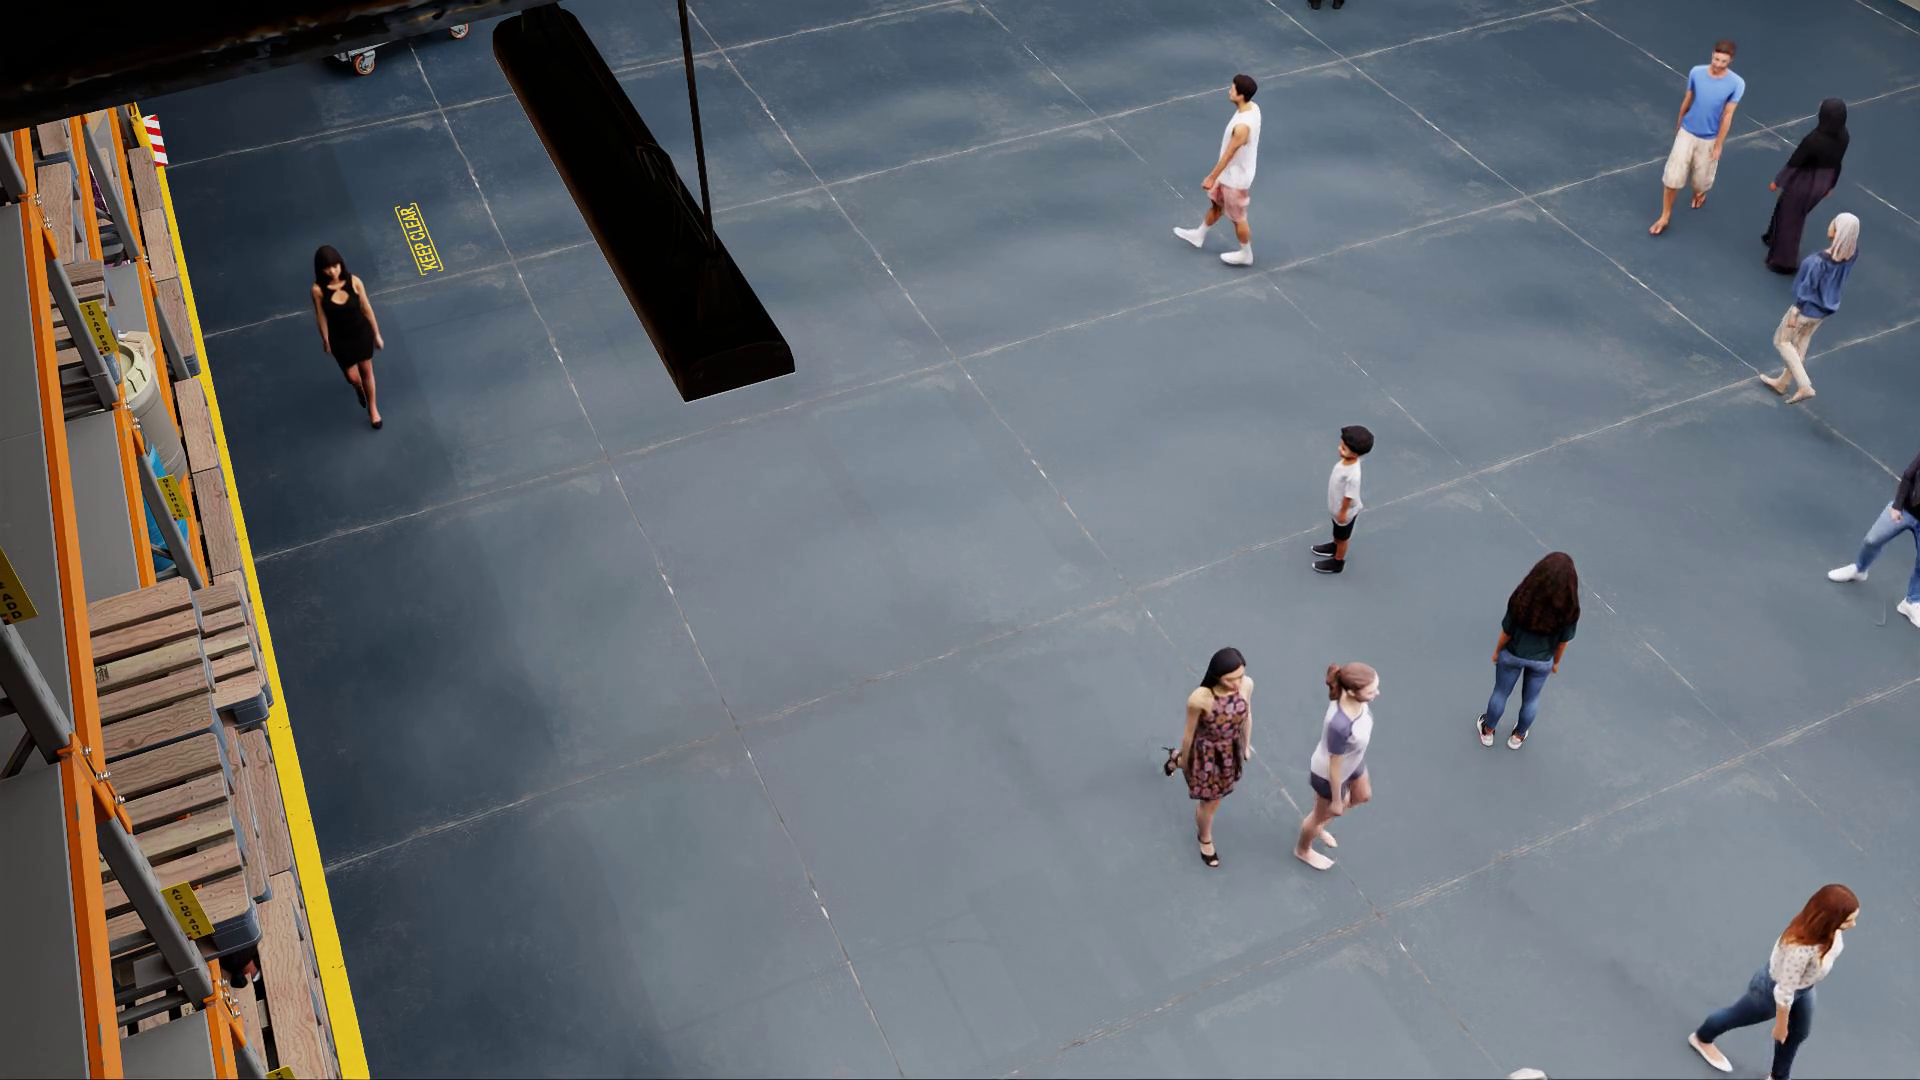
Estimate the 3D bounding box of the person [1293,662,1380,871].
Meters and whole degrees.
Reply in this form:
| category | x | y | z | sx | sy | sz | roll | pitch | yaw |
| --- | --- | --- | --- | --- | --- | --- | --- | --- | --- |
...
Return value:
| category | x | y | z | sx | sy | sz | roll | pitch | yaw |
| --- | --- | --- | --- | --- | --- | --- | --- | --- | --- |
| person | 2.115 | 1.293 | 9.691 | 0.788 | 1.753 | 0.732 | 17 | 46 | 17 |

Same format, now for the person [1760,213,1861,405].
| category | x | y | z | sx | sy | sz | roll | pitch | yaw |
| --- | --- | --- | --- | --- | --- | --- | --- | --- | --- |
| person | 6.693 | -1.753 | 12.937 | 0.603 | 1.687 | 0.769 | -18 | 46 | -18 |

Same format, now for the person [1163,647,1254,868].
| category | x | y | z | sx | sy | sz | roll | pitch | yaw |
| --- | --- | --- | --- | --- | --- | --- | --- | --- | --- |
| person | 1.449 | 1.190 | 9.797 | 0.652 | 1.755 | 0.964 | -20 | 47 | -19 |

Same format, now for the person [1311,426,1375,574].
| category | x | y | z | sx | sy | sz | roll | pitch | yaw |
| --- | --- | --- | --- | --- | --- | --- | --- | --- | --- |
| person | 2.717 | -0.293 | 11.715 | 0.614 | 1.257 | 0.529 | 0 | 44 | 0 |

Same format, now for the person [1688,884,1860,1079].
| category | x | y | z | sx | sy | sz | roll | pitch | yaw |
| --- | --- | --- | --- | --- | --- | --- | --- | --- | --- |
| person | 4.215 | 2.271 | 8.699 | 0.737 | 1.706 | 0.973 | -29 | 51 | -27 |

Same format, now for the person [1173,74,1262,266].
| category | x | y | z | sx | sy | sz | roll | pitch | yaw |
| --- | --- | --- | --- | --- | --- | --- | --- | --- | --- |
| person | 2.448 | -3.129 | 14.331 | 1.063 | 1.755 | 1.031 | 12 | 45 | 12 |

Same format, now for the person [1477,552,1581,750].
| category | x | y | z | sx | sy | sz | roll | pitch | yaw |
| --- | --- | --- | --- | --- | --- | --- | --- | --- | --- |
| person | 3.555 | 0.703 | 10.410 | 0.716 | 1.616 | 0.769 | 11 | 45 | 11 |

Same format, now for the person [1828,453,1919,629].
| category | x | y | z | sx | sy | sz | roll | pitch | yaw |
| --- | --- | --- | --- | --- | --- | --- | --- | --- | --- |
| person | 6.587 | -0.134 | 11.284 | 0.702 | 1.622 | 1.010 | 24 | 49 | 23 |

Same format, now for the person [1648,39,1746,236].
| category | x | y | z | sx | sy | sz | roll | pitch | yaw |
| --- | --- | --- | --- | --- | --- | --- | --- | --- | --- |
| person | 6.606 | -3.622 | 14.787 | 1.034 | 1.840 | 0.981 | 29 | 51 | 27 |

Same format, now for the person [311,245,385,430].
| category | x | y | z | sx | sy | sz | roll | pitch | yaw |
| --- | --- | --- | --- | --- | --- | --- | --- | --- | --- |
| person | -4.707 | -1.596 | 12.805 | 0.593 | 1.640 | 0.644 | -20 | 47 | -20 |

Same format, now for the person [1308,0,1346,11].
| category | x | y | z | sx | sy | sz | roll | pitch | yaw |
| --- | --- | --- | --- | --- | --- | --- | --- | --- | --- |
| person | 4.081 | -6.692 | 17.949 | 0.889 | 1.924 | 0.883 | 4 | 44 | 4 |

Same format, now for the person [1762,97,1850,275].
| category | x | y | z | sx | sy | sz | roll | pitch | yaw |
| --- | --- | --- | --- | --- | --- | --- | --- | --- | --- |
| person | 7.344 | -3.013 | 14.317 | 0.639 | 1.607 | 0.793 | -15 | 46 | -15 |
